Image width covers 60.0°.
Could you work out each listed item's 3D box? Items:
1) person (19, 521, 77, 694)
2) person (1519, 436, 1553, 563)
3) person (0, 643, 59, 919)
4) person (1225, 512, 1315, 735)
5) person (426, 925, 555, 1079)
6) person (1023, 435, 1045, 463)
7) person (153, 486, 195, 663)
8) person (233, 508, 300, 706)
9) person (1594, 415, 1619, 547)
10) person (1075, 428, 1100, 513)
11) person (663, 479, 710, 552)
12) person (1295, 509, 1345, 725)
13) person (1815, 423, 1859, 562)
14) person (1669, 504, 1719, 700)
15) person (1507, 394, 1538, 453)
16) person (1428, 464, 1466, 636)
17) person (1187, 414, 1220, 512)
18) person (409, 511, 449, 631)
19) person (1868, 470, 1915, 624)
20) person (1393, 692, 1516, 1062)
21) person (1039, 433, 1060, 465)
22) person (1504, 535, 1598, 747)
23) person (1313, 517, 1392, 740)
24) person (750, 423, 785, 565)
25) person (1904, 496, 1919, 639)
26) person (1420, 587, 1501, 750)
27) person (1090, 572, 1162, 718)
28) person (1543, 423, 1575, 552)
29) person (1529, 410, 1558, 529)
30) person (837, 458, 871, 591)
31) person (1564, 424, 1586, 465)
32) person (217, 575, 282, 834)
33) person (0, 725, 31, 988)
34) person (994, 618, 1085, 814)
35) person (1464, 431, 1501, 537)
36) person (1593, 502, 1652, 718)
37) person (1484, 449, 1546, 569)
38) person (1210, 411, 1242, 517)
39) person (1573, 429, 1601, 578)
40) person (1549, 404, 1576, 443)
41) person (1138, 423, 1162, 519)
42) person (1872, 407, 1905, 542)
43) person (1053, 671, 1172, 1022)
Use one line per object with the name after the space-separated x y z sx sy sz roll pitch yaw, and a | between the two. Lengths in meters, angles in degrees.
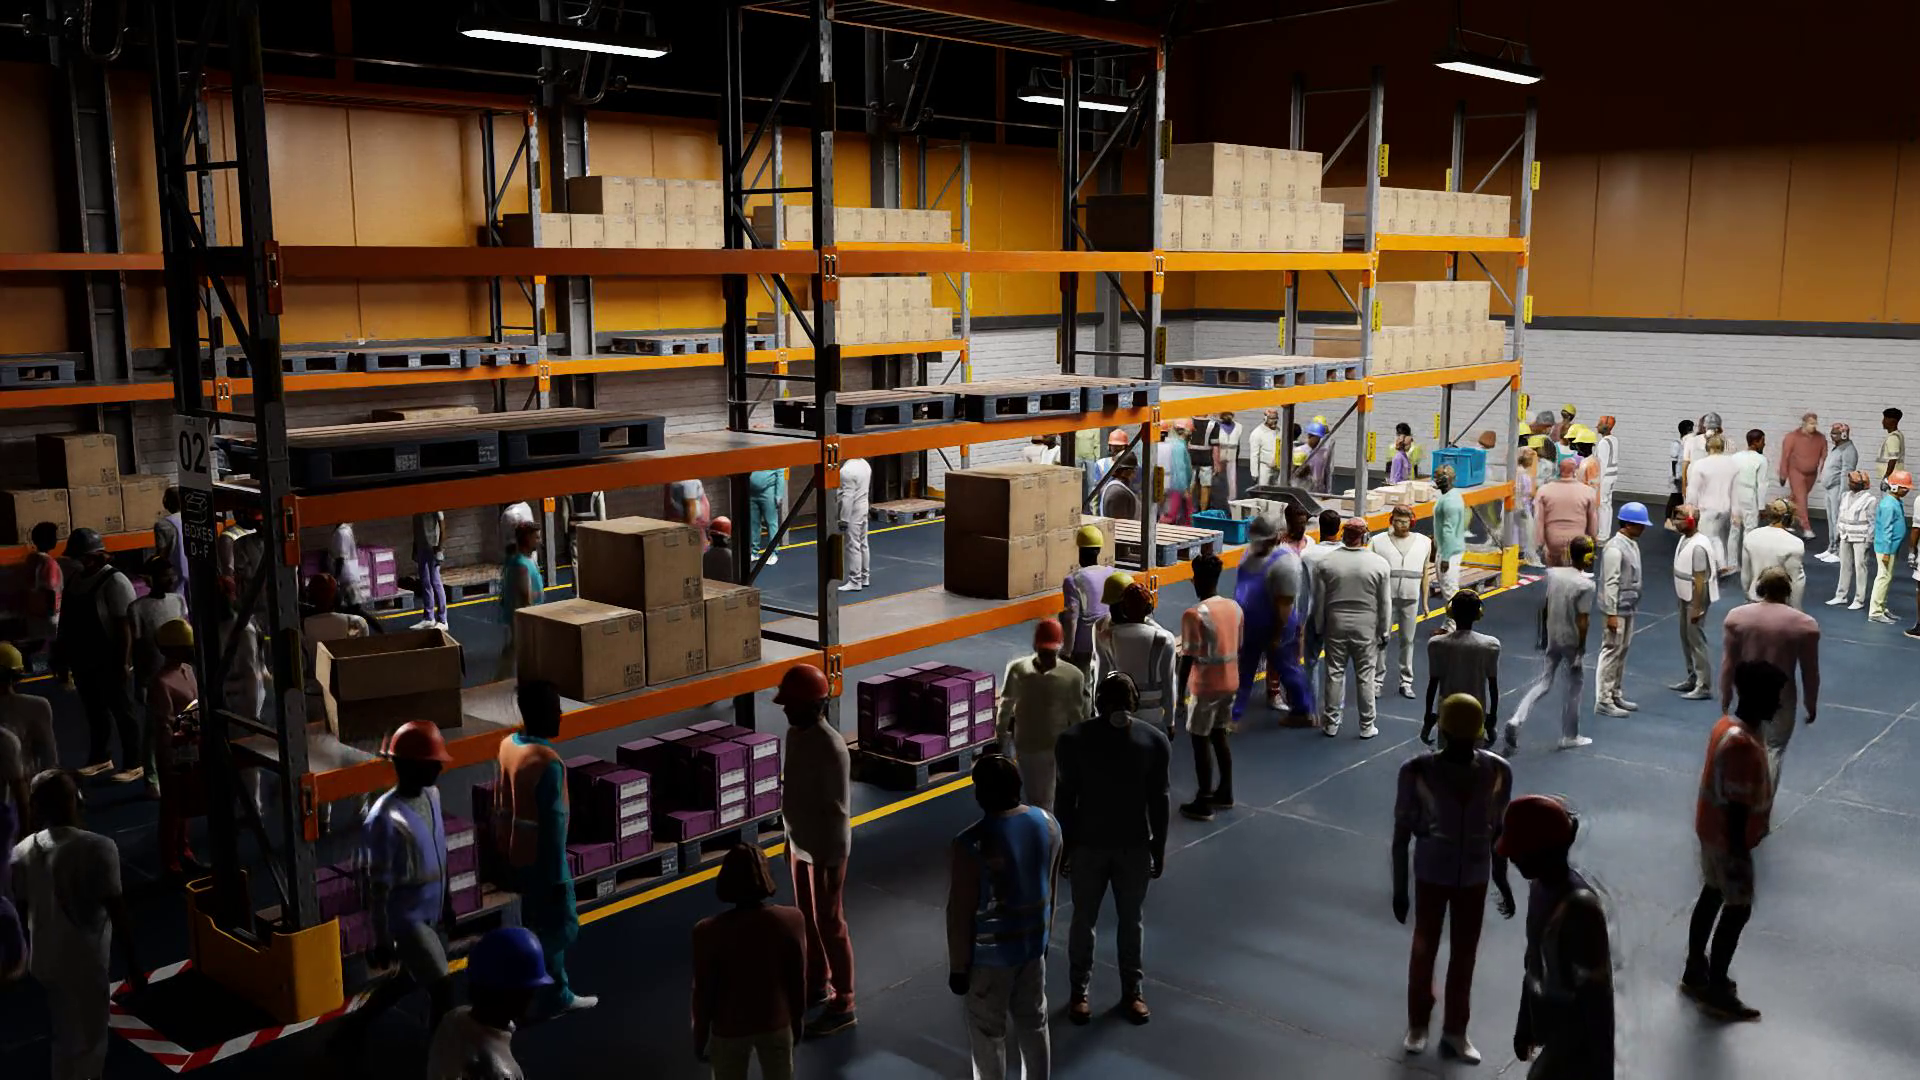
-8.597 0.661 15.451 0.549 1.666 0.756 7 12 38 | person
7.689 -0.534 22.382 0.505 1.735 0.332 5 11 29 | person
-5.814 1.499 10.211 0.558 1.740 0.570 -3 10 -17 | person
2.650 0.662 14.330 0.993 2.000 0.732 -5 11 -28 | person
-1.668 2.215 5.456 0.787 1.910 0.625 -6 11 -31 | person
1.176 -0.844 24.544 0.497 1.632 0.289 2 10 12 | person
-7.803 0.374 16.670 0.353 1.837 0.511 8 12 38 | person
-6.329 0.568 15.202 0.551 1.937 0.357 -4 10 -21 | person
9.195 -0.841 23.775 0.351 1.884 0.581 7 12 34 | person
2.012 -1.314 26.970 0.525 1.760 0.341 1 10 4 | person
-3.128 -0.209 19.535 0.910 2.000 0.704 -7 12 -35 | person
3.231 0.683 14.615 0.600 1.908 0.396 -2 10 -14 | person
11.893 -0.644 22.566 0.401 1.900 0.642 2 10 12 | person
6.848 0.572 15.545 0.421 1.821 0.586 1 10 8 | person
9.383 -1.501 27.751 0.574 1.876 0.354 -3 10 -20 | person
5.202 0.145 17.793 0.388 1.927 0.645 2 10 9 | person
3.685 -1.186 25.420 0.611 2.030 0.410 5 11 28 | person
-5.850 0.095 18.238 0.536 1.865 0.312 8 12 40 | person
10.495 0.076 18.736 0.353 1.739 0.573 7 12 34 | person
2.527 1.702 8.482 0.621 1.923 0.388 0 10 0 | person
1.258 -0.629 22.567 0.369 1.873 0.592 -5 11 -29 | person
4.936 0.861 13.779 0.814 1.836 0.580 -5 11 -29 | person
3.346 0.749 14.213 0.649 1.906 0.401 3 10 18 | person
-2.672 -0.615 22.354 0.640 1.910 0.407 4 10 23 | person
10.532 0.104 17.929 0.610 1.958 0.367 0 10 0 | person
3.418 1.243 11.374 0.512 1.873 0.329 1 10 5 | person
1.154 1.165 11.727 0.590 1.912 0.397 8 12 38 | person
8.407 -0.723 23.232 0.515 1.838 0.351 -2 10 -10 | person
8.076 -0.823 23.200 0.542 2.000 0.681 -3 10 -20 | person
-1.341 -0.317 20.587 0.399 1.905 0.643 3 10 20 | person
8.218 -0.589 22.186 0.394 1.918 0.592 6 11 30 | person
-5.098 1.152 11.904 0.592 1.870 0.551 8 13 40 | person
-5.420 1.638 9.160 0.587 1.818 0.419 1 10 7 | person
0.556 1.350 11.311 0.588 1.727 0.842 3 10 16 | person
7.774 -0.814 24.484 0.783 1.587 0.511 3 10 15 | person
5.936 0.613 14.933 0.425 1.934 0.614 7 12 37 | person
7.399 -0.435 22.231 0.481 1.590 0.868 -8 12 -39 | person
4.220 -1.270 26.623 0.567 1.793 0.965 -2 10 -11 | person
8.037 -0.467 21.405 0.377 1.929 0.585 2 10 12 | person
9.852 -1.337 27.127 0.341 1.754 0.540 -9 13 -43 | person
2.791 -0.999 24.517 0.628 1.947 0.631 3 10 20 | person
13.470 -0.941 24.128 0.364 1.965 0.609 6 11 31 | person
0.810 1.631 8.886 0.626 1.932 0.372 0 10 -1 | person
